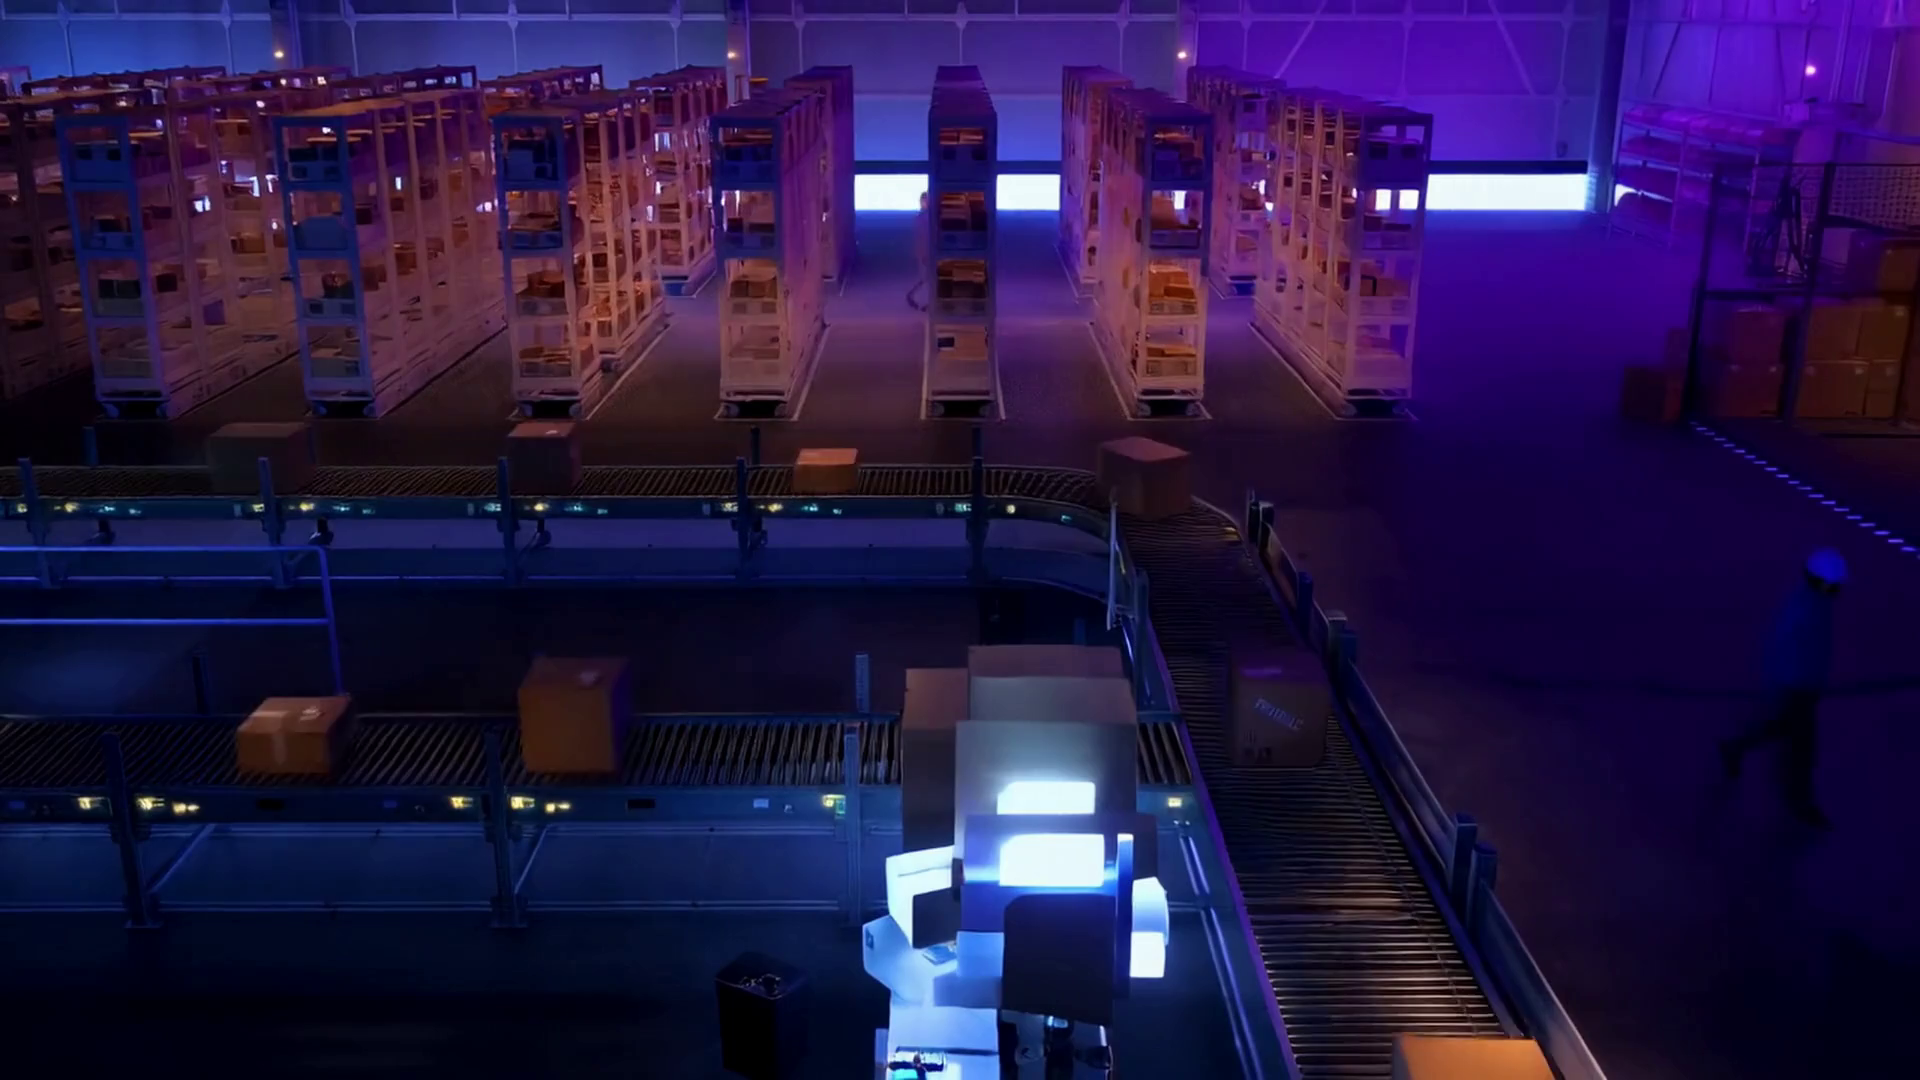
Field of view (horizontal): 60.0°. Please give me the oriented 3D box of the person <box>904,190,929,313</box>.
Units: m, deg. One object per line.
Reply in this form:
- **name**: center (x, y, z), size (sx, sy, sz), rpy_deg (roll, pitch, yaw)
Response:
- **person**: center (-0.569, -4.606, 26.618), size (0.502, 1.980, 0.637), rpy_deg (7, 19, 21)

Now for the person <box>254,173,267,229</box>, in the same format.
- **person**: center (-14.122, -6.822, 33.663), size (0.374, 1.843, 0.574), rpy_deg (-3, 18, -11)

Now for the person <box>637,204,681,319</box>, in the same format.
- **person**: center (-4.778, -4.395, 26.270), size (0.901, 1.783, 0.609), rpy_deg (7, 19, 20)

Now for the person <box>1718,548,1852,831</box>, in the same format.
- **person**: center (5.128, 0.839, 10.254), size (0.528, 1.737, 0.821), rpy_deg (-12, 21, -32)
